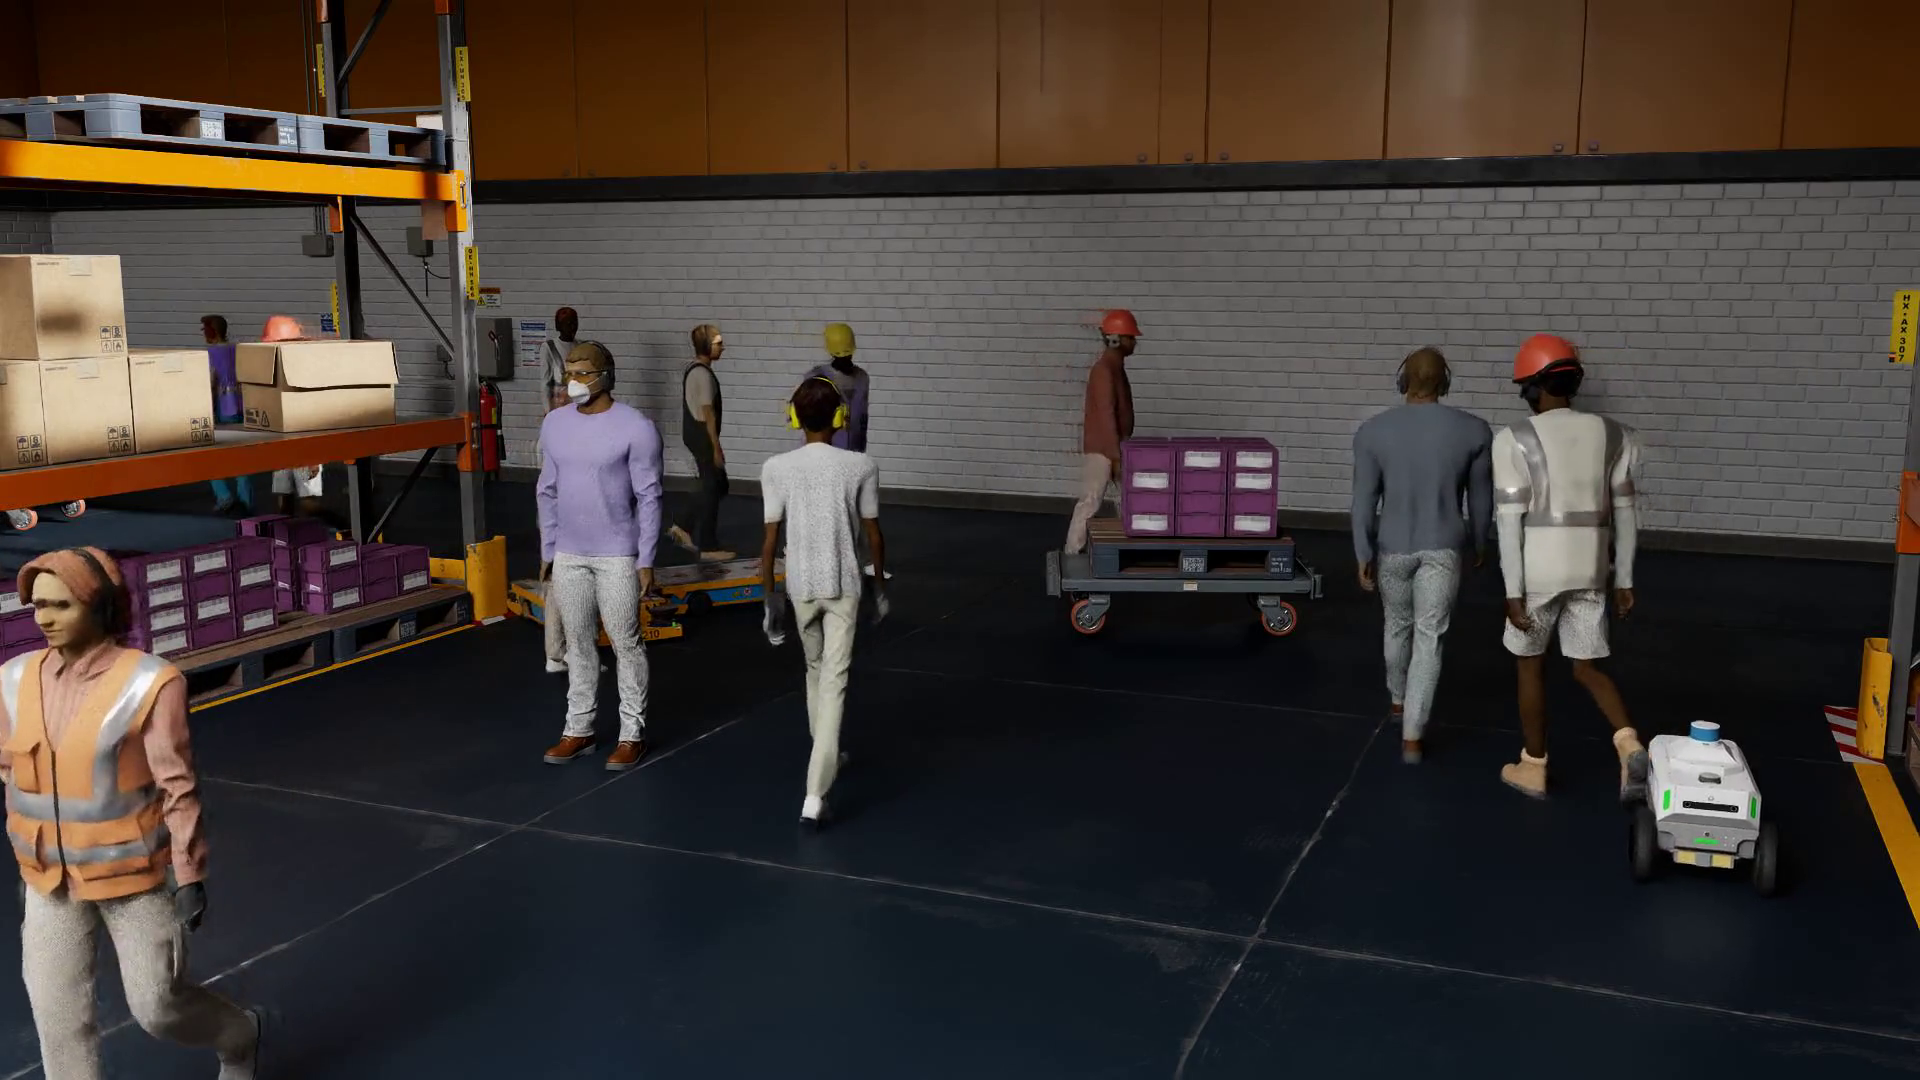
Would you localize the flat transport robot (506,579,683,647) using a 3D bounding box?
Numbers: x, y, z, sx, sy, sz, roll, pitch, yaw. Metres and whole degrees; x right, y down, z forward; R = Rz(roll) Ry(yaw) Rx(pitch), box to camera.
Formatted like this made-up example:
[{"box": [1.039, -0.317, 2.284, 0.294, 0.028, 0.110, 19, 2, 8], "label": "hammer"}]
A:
[{"box": [-2.316, 0.423, 10.428, 0.652, 0.197, 1.431, -6, 11, -31], "label": "flat transport robot"}]

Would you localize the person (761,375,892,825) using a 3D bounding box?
[{"box": [-0.568, 0.234, 6.934, 0.511, 1.829, 0.987, 1, 9, 8], "label": "person"}]

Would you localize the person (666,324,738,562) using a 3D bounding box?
[{"box": [-1.944, -0.726, 12.669, 0.443, 1.830, 0.515, -2, 10, -14], "label": "person"}]

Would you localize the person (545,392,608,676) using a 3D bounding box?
[{"box": [-2.110, -0.045, 9.138, 0.413, 1.619, 0.551, -7, 11, -35], "label": "person"}]

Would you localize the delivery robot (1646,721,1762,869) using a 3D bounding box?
[{"box": [2.783, 0.925, 6.247, 0.477, 0.478, 0.707, 3, 10, 19], "label": "delivery robot"}]

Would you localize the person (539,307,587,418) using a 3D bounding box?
[{"box": [-3.693, -1.247, 15.672, 0.339, 1.882, 0.581, 7, 12, 36], "label": "person"}]

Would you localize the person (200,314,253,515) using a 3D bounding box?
[{"box": [-6.688, -1.131, 15.147, 0.471, 1.829, 0.588, 3, 10, 19], "label": "person"}]

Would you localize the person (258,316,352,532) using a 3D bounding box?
[{"box": [-4.709, -0.654, 11.971, 0.556, 1.921, 0.655, 5, 11, 27], "label": "person"}]

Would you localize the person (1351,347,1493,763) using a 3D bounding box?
[{"box": [2.186, 0.035, 7.891, 0.631, 1.879, 1.028, 3, 10, 20], "label": "person"}]

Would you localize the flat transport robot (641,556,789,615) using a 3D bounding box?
[{"box": [-1.579, 0.297, 11.190, 1.431, 0.197, 0.652, -6, 11, -31], "label": "flat transport robot"}]

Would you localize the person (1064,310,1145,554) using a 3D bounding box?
[{"box": [1.164, -0.630, 11.723, 0.977, 1.946, 0.664, 3, 10, 16], "label": "person"}]

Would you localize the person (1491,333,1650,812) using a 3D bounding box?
[{"box": [2.527, 0.156, 6.855, 0.629, 2.002, 0.841, -2, 10, -10], "label": "person"}]

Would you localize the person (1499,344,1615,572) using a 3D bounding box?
[{"box": [4.430, -0.596, 12.292, 0.818, 1.699, 0.502, 0, 9, 1], "label": "person"}]

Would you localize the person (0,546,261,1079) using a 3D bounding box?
[{"box": [-2.053, 0.799, 4.083, 0.521, 1.620, 0.677, 2, 10, 10], "label": "person"}]

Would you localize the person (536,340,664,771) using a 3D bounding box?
[{"box": [-1.631, 0.072, 7.512, 0.627, 1.941, 0.372, 4, 10, 21], "label": "person"}]

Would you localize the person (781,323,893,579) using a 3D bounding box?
[{"box": [-0.932, -0.641, 12.042, 0.609, 1.872, 0.710, -9, 13, -43], "label": "person"}]

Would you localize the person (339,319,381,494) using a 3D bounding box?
[{"box": [-6.012, -1.374, 16.575, 0.429, 1.839, 0.633, 0, 9, 2], "label": "person"}]
